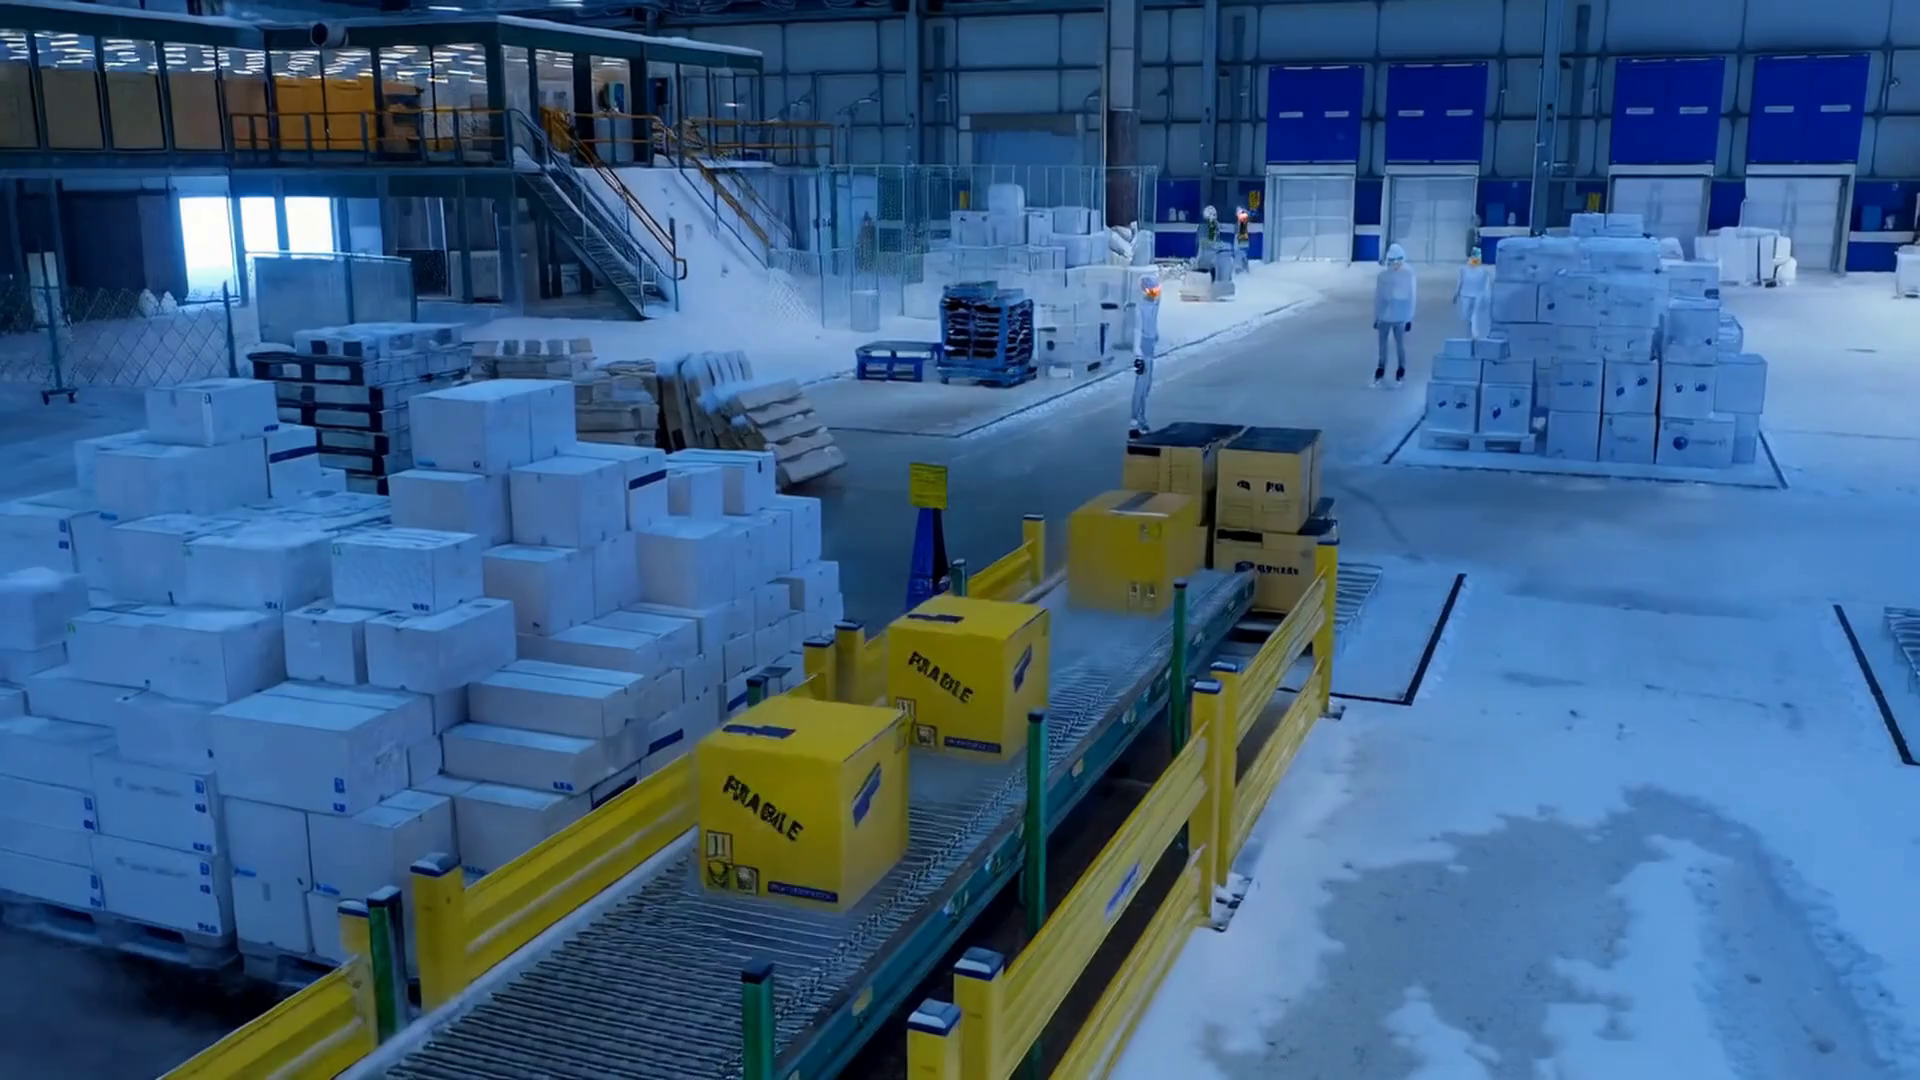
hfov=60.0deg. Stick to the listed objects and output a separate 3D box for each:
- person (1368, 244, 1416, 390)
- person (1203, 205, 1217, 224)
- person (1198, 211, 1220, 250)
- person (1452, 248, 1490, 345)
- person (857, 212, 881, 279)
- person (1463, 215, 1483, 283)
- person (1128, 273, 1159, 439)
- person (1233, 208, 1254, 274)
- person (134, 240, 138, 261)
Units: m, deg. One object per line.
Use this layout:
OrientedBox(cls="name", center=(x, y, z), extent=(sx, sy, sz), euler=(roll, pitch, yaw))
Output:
OrientedBox(cls="person", center=(5.971, -3.071, 22.966), extent=(0.380, 1.995, 0.611), euler=(-11, 17, -41))
OrientedBox(cls="person", center=(7.602, -9.311, 51.125), extent=(0.627, 1.913, 0.585), euler=(8, 15, 33))
OrientedBox(cls="person", center=(6.702, -7.895, 44.803), extent=(0.597, 1.905, 0.637), euler=(4, 13, 18))
OrientedBox(cls="person", center=(8.772, -4.143, 28.430), extent=(0.588, 1.711, 0.859), euler=(12, 17, 42))
OrientedBox(cls="person", center=(-2.533, -8.180, 46.257), extent=(0.663, 1.824, 0.590), euler=(-1, 13, -6))
OrientedBox(cls="person", center=(12.263, -6.784, 39.746), extent=(0.372, 1.939, 0.629), euler=(1, 13, 2))
OrientedBox(cls="person", center=(2.093, -2.076, 18.786), extent=(0.310, 1.868, 0.532), euler=(5, 14, 22))
OrientedBox(cls="person", center=(8.174, -8.611, 47.981), extent=(0.624, 1.928, 0.818), euler=(-5, 14, -22))
OrientedBox(cls="person", center=(-22.896, -8.182, 46.128), extent=(0.681, 1.868, 0.917), euler=(-1, 13, -6))
